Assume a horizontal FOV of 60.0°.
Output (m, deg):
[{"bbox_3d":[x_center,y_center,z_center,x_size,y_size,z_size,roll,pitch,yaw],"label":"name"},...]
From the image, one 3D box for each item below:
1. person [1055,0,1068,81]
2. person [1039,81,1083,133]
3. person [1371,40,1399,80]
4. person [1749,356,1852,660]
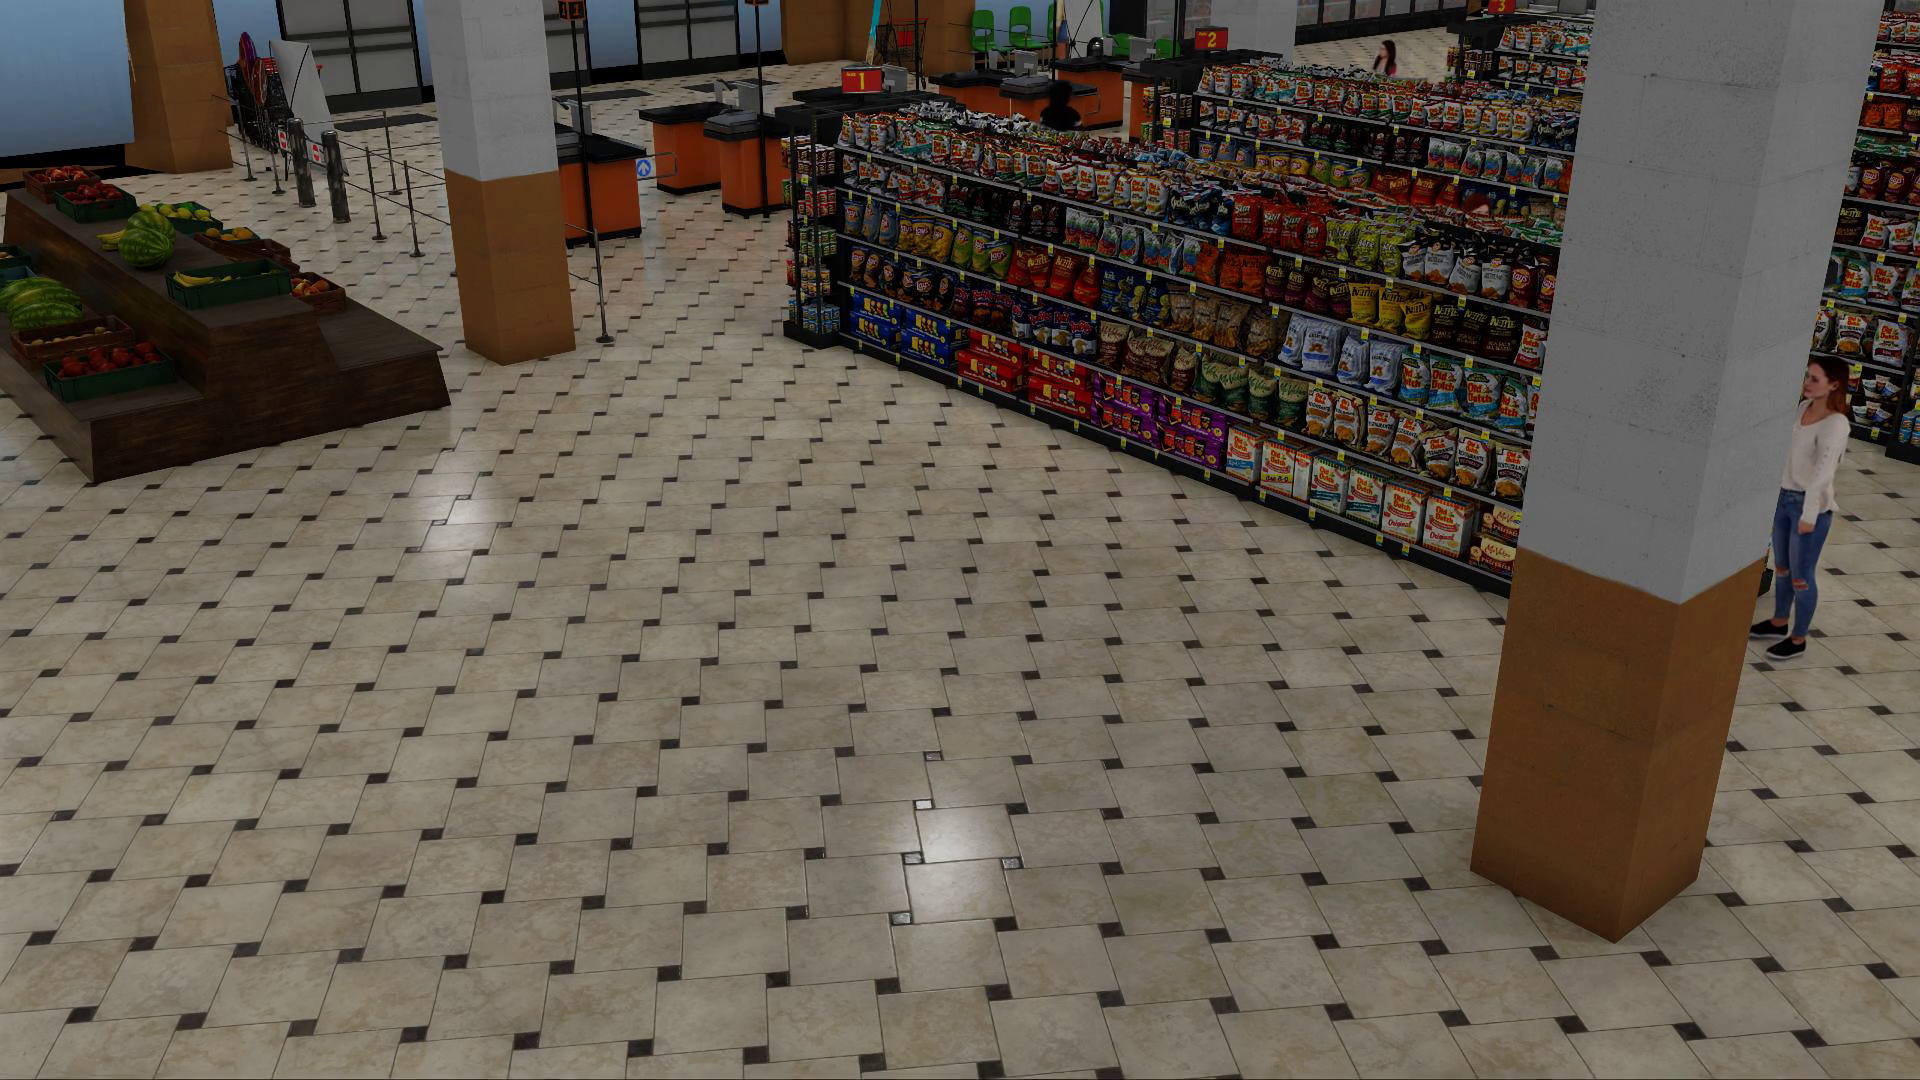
[{"bbox_3d":[1.808,-8.749,28.628,0.653,1.630,0.546,-21,31,-40],"label":"person"},{"bbox_3d":[1.001,-3.924,17.503,0.895,1.710,0.887,9,25,20],"label":"person"},{"bbox_3d":[5.524,-5.659,21.627,0.733,1.582,1.020,-15,28,-30],"label":"person"},{"bbox_3d":[4.546,-0.178,8.968,0.767,1.689,0.685,-1,24,-2],"label":"person"}]
